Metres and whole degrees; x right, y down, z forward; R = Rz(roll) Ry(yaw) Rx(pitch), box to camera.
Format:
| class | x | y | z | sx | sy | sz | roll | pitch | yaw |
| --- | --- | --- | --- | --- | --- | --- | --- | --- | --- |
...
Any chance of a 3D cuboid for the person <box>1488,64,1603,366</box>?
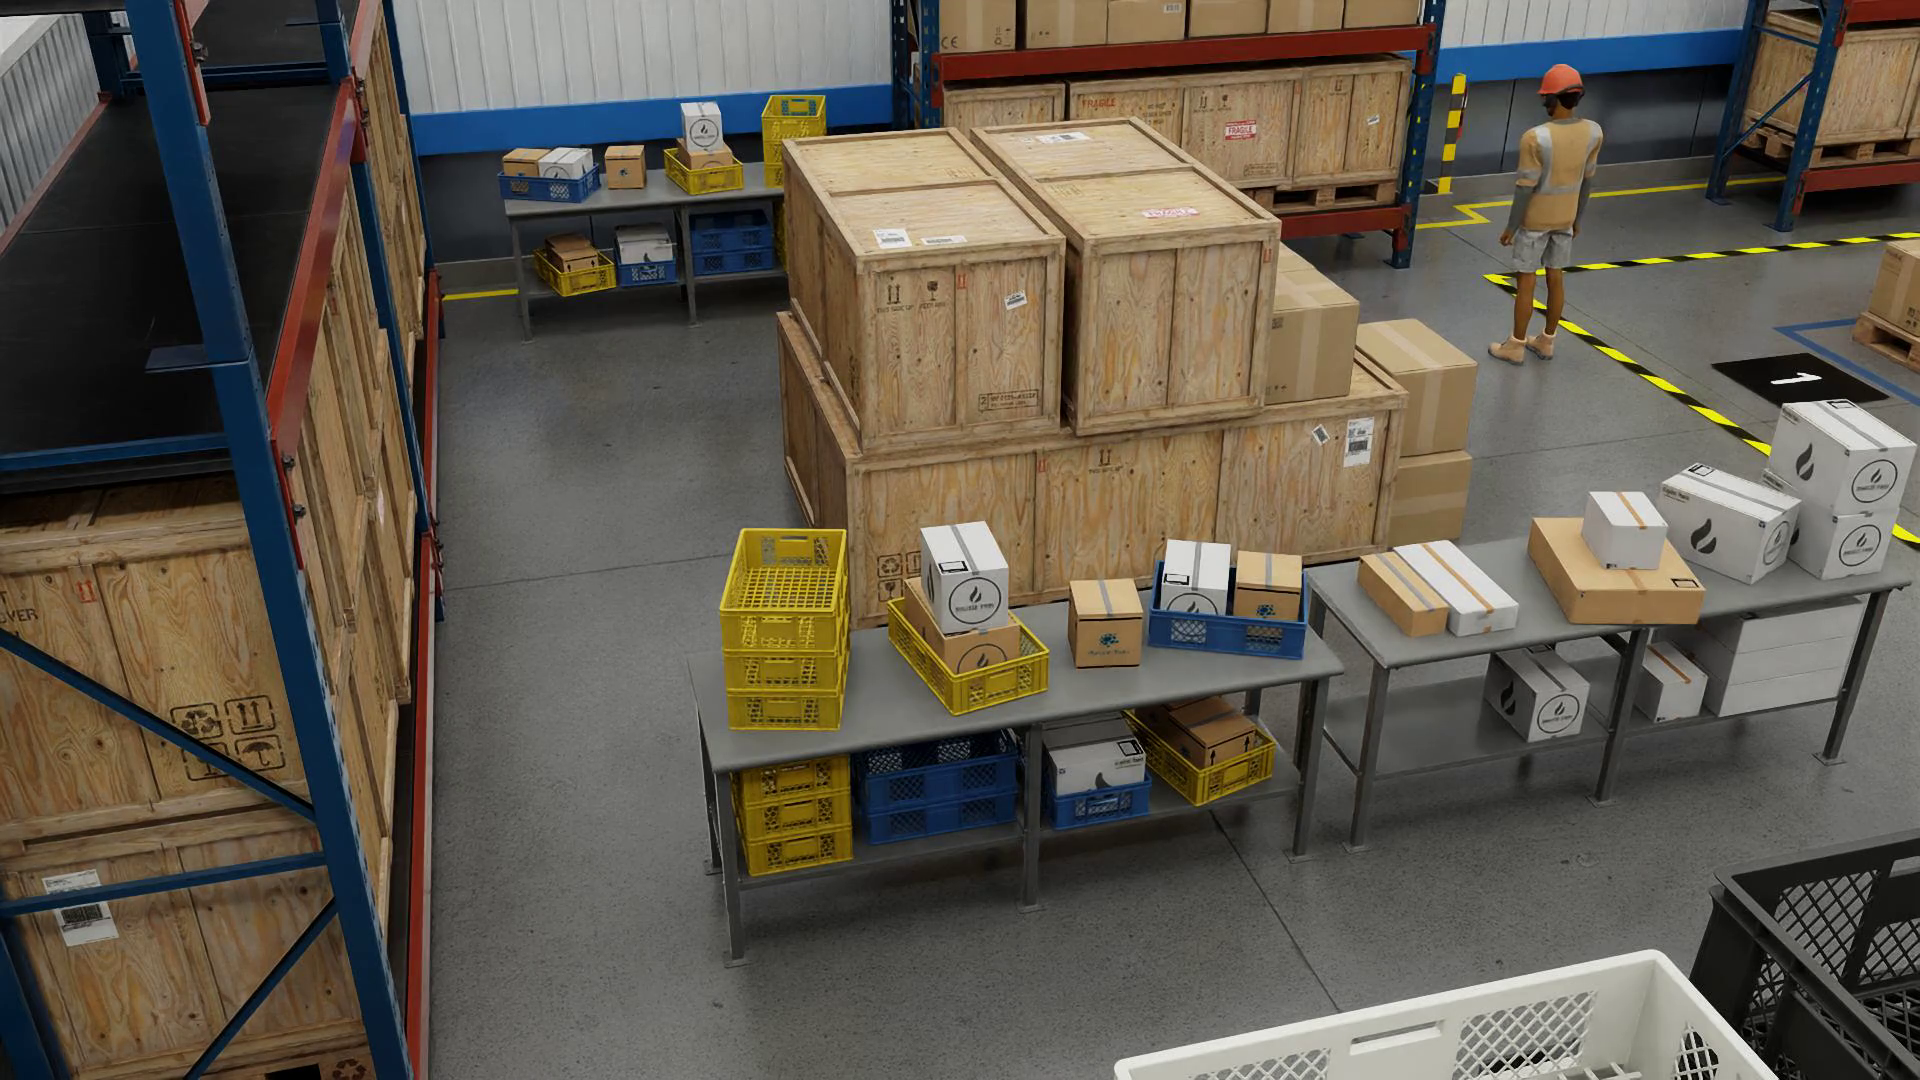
| class | x | y | z | sx | sy | sz | roll | pitch | yaw |
| --- | --- | --- | --- | --- | --- | --- | --- | --- | --- |
| person | 3.939 | -2.176 | 11.235 | 0.605 | 2.038 | 0.386 | -9 | 30 | -16 |
